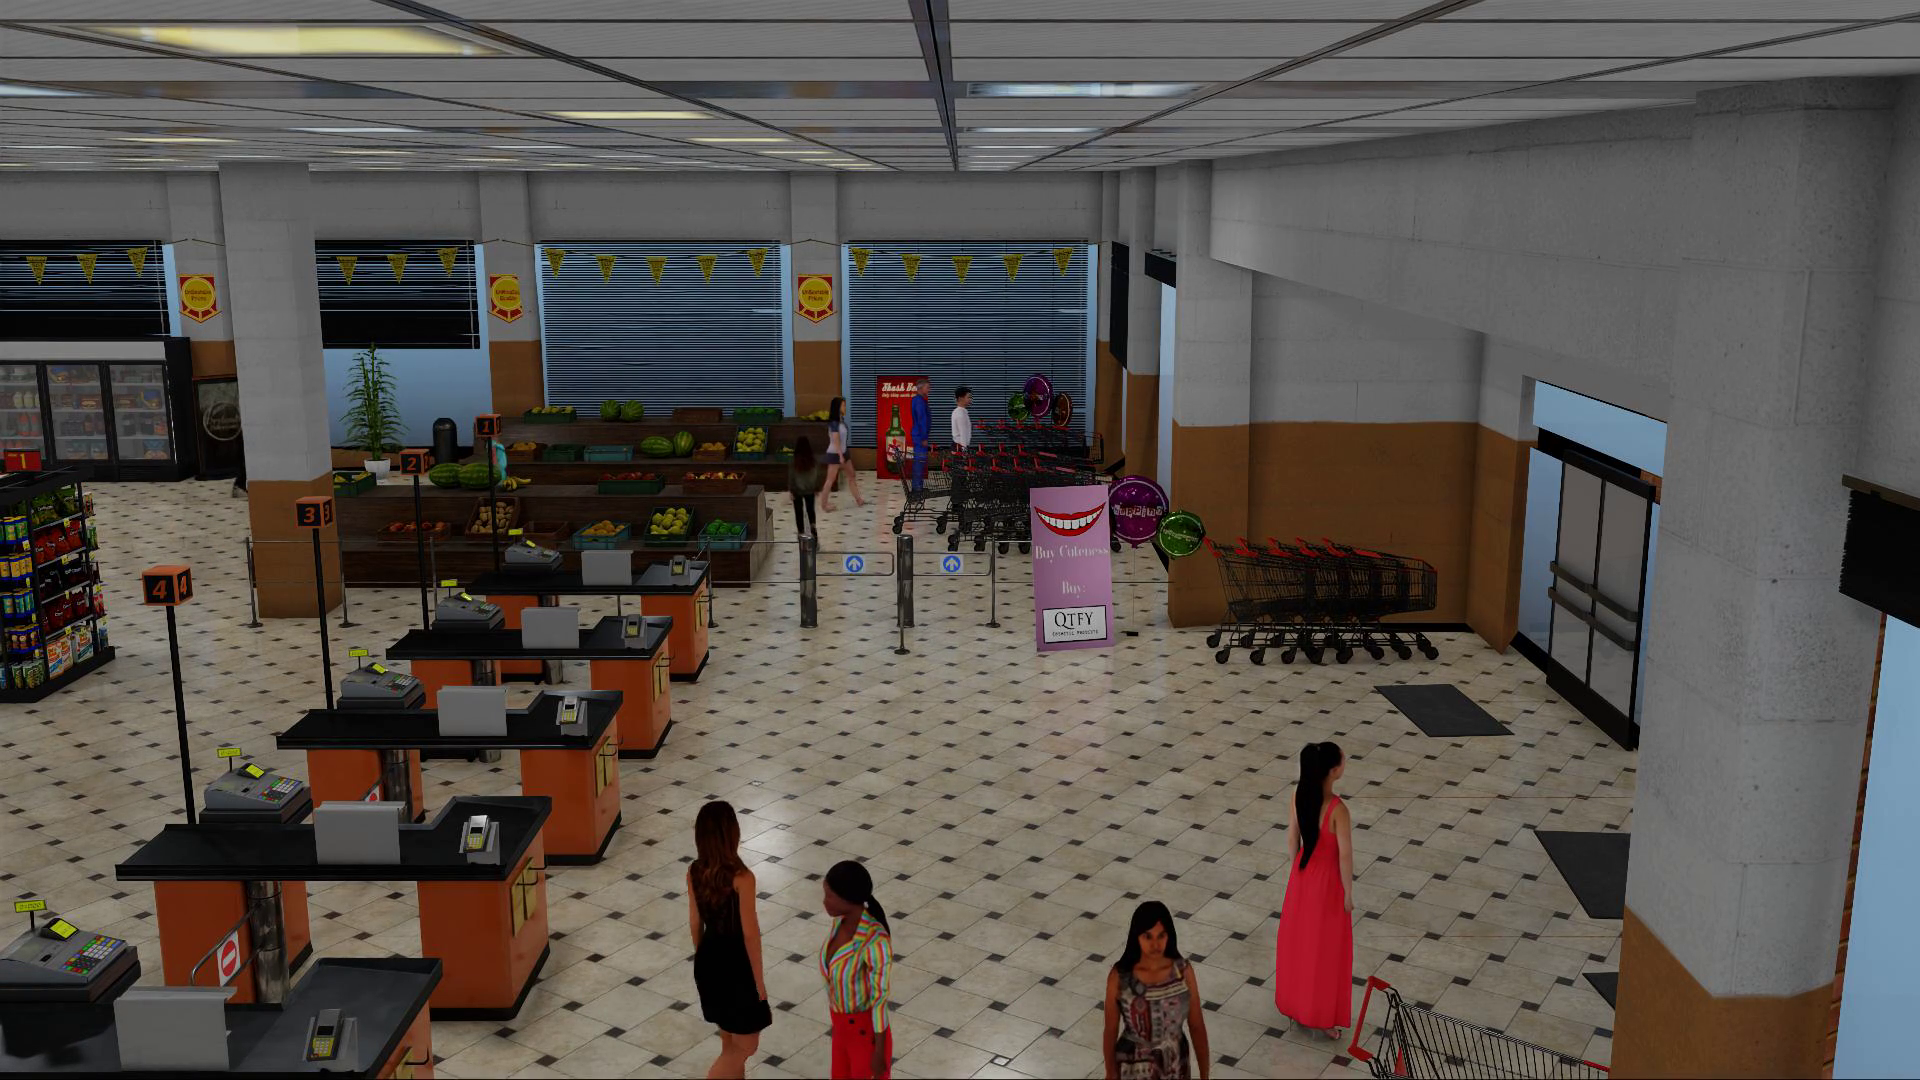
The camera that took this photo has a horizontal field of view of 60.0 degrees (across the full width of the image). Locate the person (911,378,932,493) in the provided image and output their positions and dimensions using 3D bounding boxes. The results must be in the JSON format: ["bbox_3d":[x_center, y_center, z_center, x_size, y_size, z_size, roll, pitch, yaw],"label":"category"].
[{"bbox_3d":[-0.629,-1.618,26.024,0.597,1.826,0.748,-2,12,-7],"label":"person"}]

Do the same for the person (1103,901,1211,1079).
[{"bbox_3d":[0.857,2.389,7.548,1.100,1.599,0.835,-2,12,-11],"label":"person"}]

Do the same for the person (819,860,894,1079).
[{"bbox_3d":[-0.439,2.295,7.538,0.736,1.787,0.707,-8,14,-33],"label":"person"}]

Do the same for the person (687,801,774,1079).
[{"bbox_3d":[-1.171,2.177,8.014,0.890,1.822,0.896,7,14,31],"label":"person"}]

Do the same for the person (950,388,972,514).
[{"bbox_3d":[-0.005,-1.315,24.478,0.626,1.870,0.647,-2,12,-8],"label":"person"}]

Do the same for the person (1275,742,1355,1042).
[{"bbox_3d":[2.002,1.954,9.309,0.752,1.725,0.716,-9,15,-36],"label":"person"}]

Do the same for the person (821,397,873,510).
[{"bbox_3d":[-1.905,-1.263,24.711,1.015,1.673,0.692,2,12,8],"label":"person"}]

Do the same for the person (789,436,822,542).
[{"bbox_3d":[-2.078,-0.647,22.288,0.756,1.466,0.766,-4,12,-17],"label":"person"}]
